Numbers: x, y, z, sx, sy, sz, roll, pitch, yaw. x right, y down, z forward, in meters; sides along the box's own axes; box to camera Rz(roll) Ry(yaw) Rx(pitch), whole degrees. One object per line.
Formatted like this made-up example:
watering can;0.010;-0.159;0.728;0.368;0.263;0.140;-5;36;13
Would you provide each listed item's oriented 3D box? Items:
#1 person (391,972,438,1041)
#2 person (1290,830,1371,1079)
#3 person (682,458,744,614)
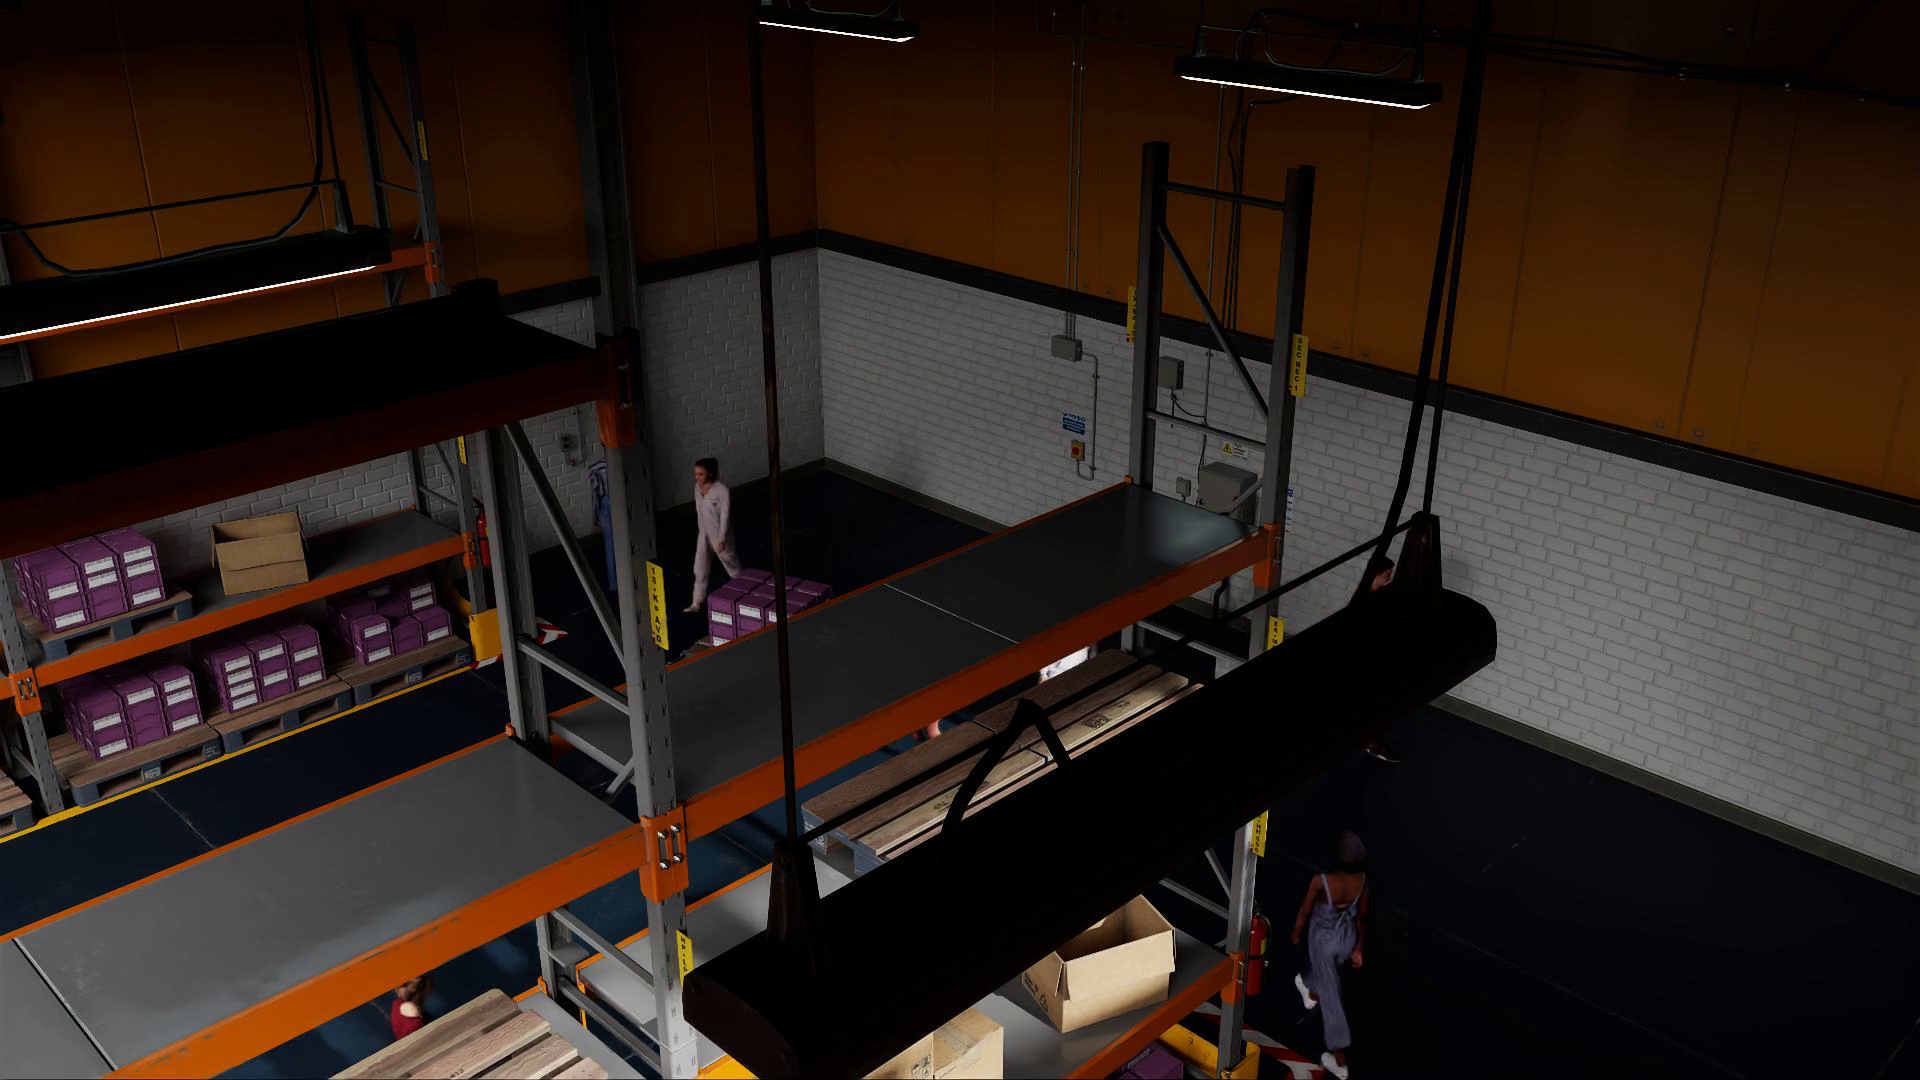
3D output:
person;-3.131;3.200;9.556;1.084;1.658;0.698;-19;30;-36
person;2.438;2.698;10.735;1.157;1.633;1.003;-7;25;-15
person;-2.438;-0.068;17.052;0.818;1.643;1.114;13;27;28
